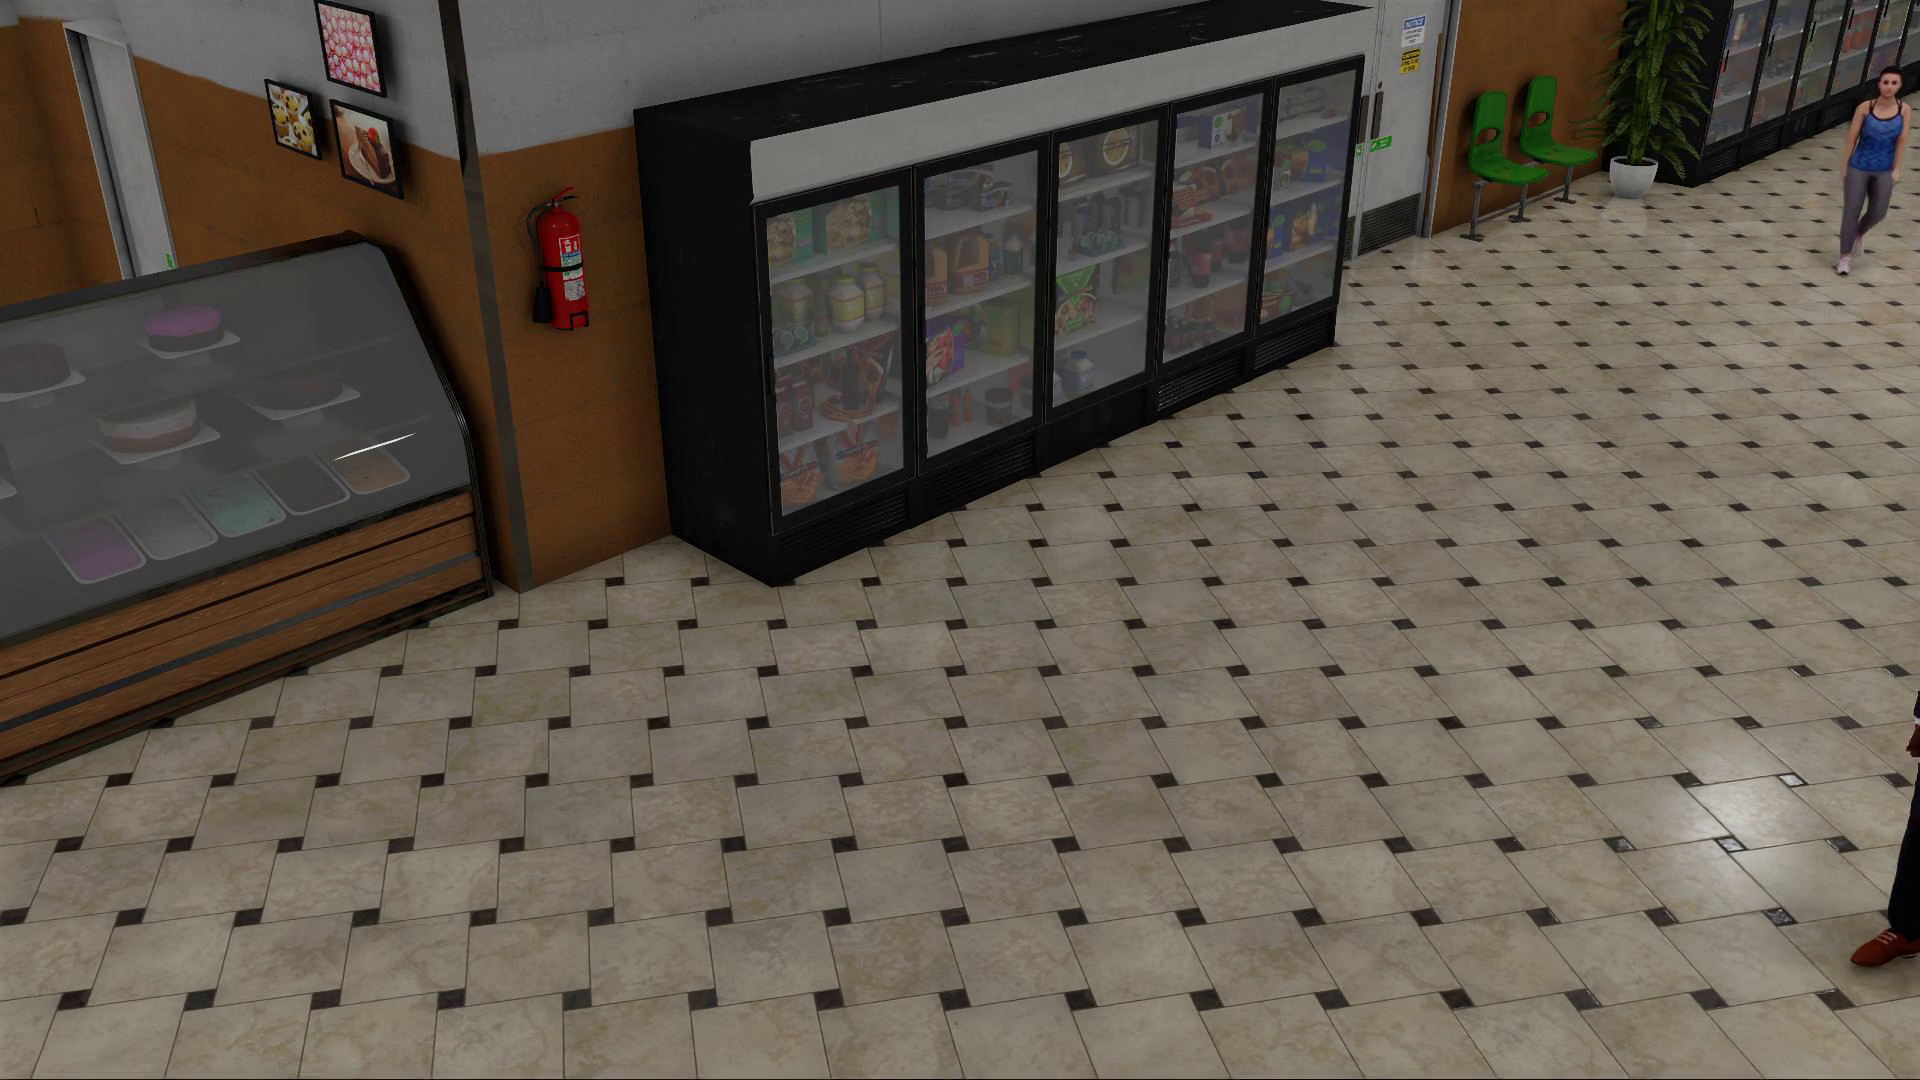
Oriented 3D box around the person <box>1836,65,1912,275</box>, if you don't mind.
[{"bbox_3d":[7.084,-2.888,12.953,0.781,1.601,0.802,9,28,16],"label":"person"}]
